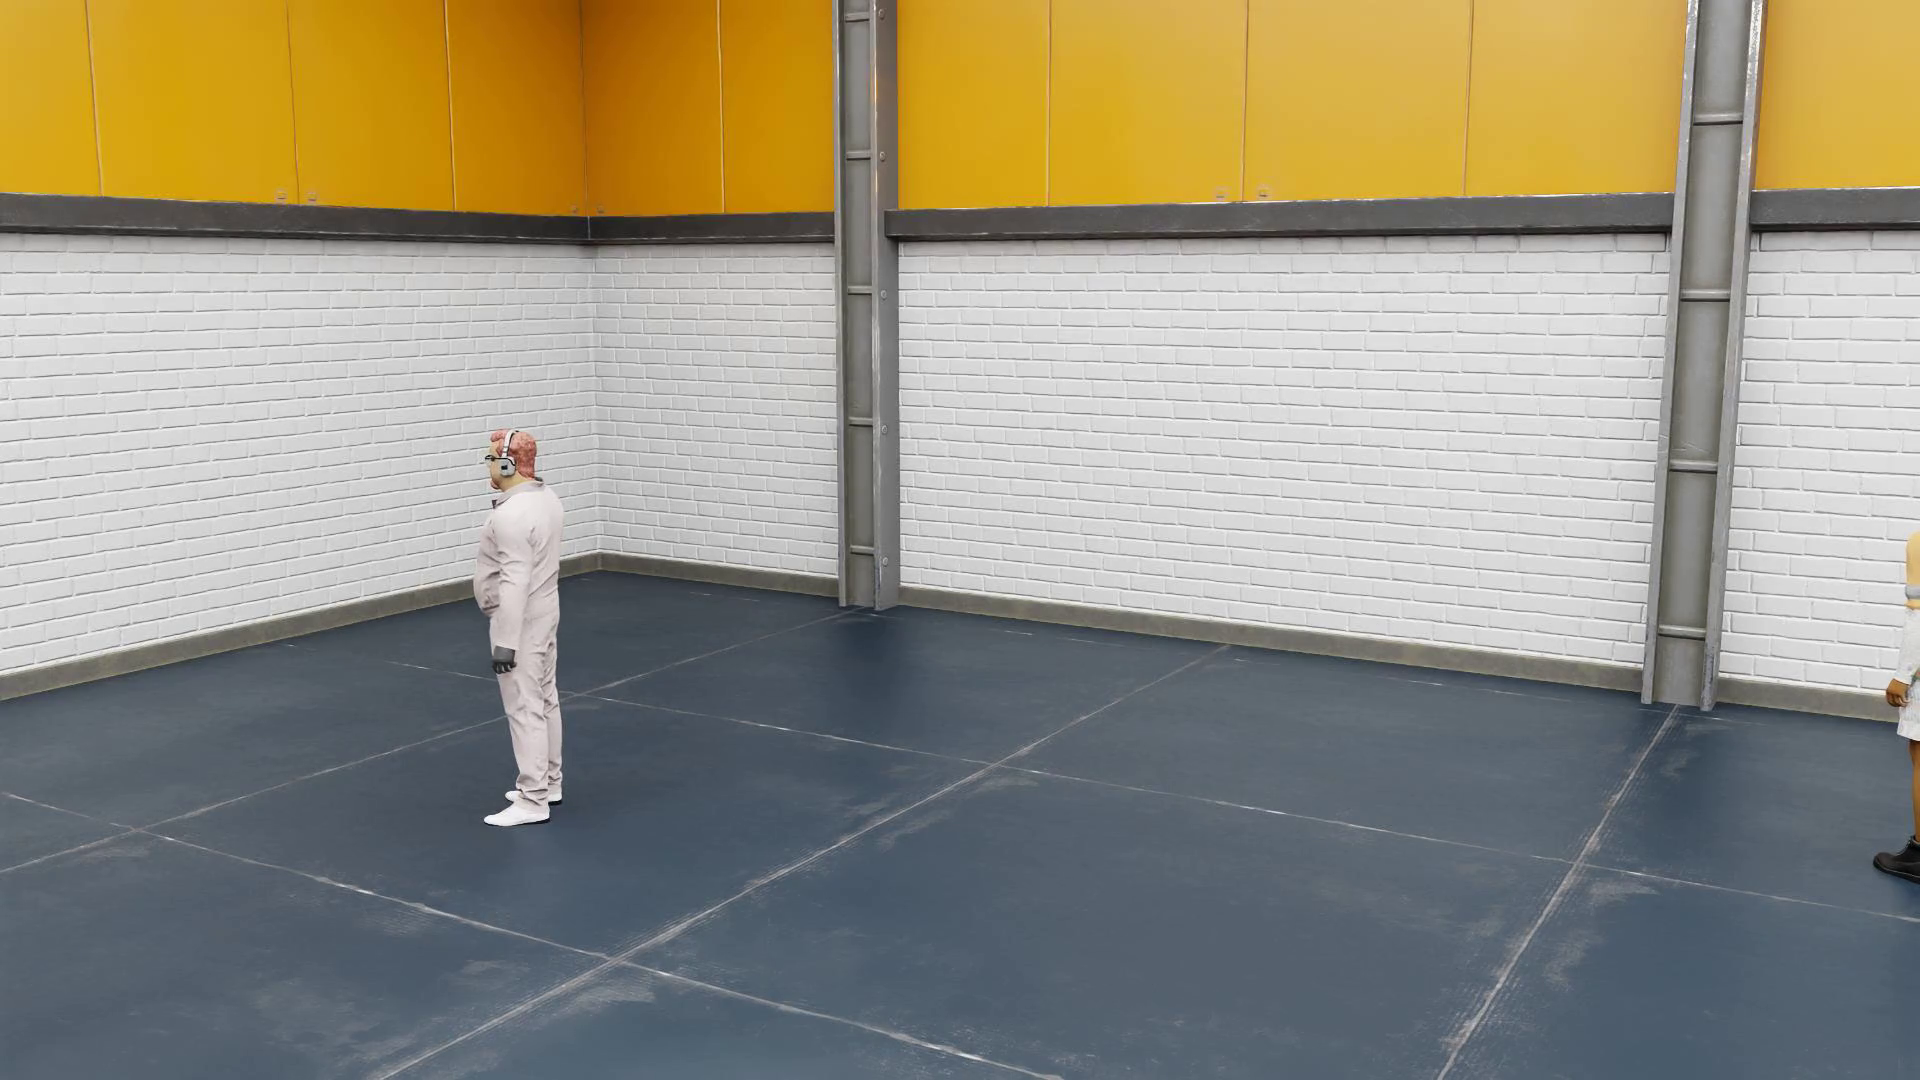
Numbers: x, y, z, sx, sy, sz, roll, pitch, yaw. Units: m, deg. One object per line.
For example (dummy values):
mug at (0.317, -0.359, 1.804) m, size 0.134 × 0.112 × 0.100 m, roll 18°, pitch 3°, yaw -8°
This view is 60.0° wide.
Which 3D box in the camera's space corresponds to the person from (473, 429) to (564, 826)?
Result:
person at (-2.131, 0.417, 8.036) m, size 0.409 × 1.907 × 0.651 m, roll 0°, pitch 9°, yaw 1°

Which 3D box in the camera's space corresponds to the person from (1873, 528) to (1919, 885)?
person at (4.278, 0.531, 7.226) m, size 0.553 × 1.935 × 0.364 m, roll -2°, pitch 9°, yaw -13°
